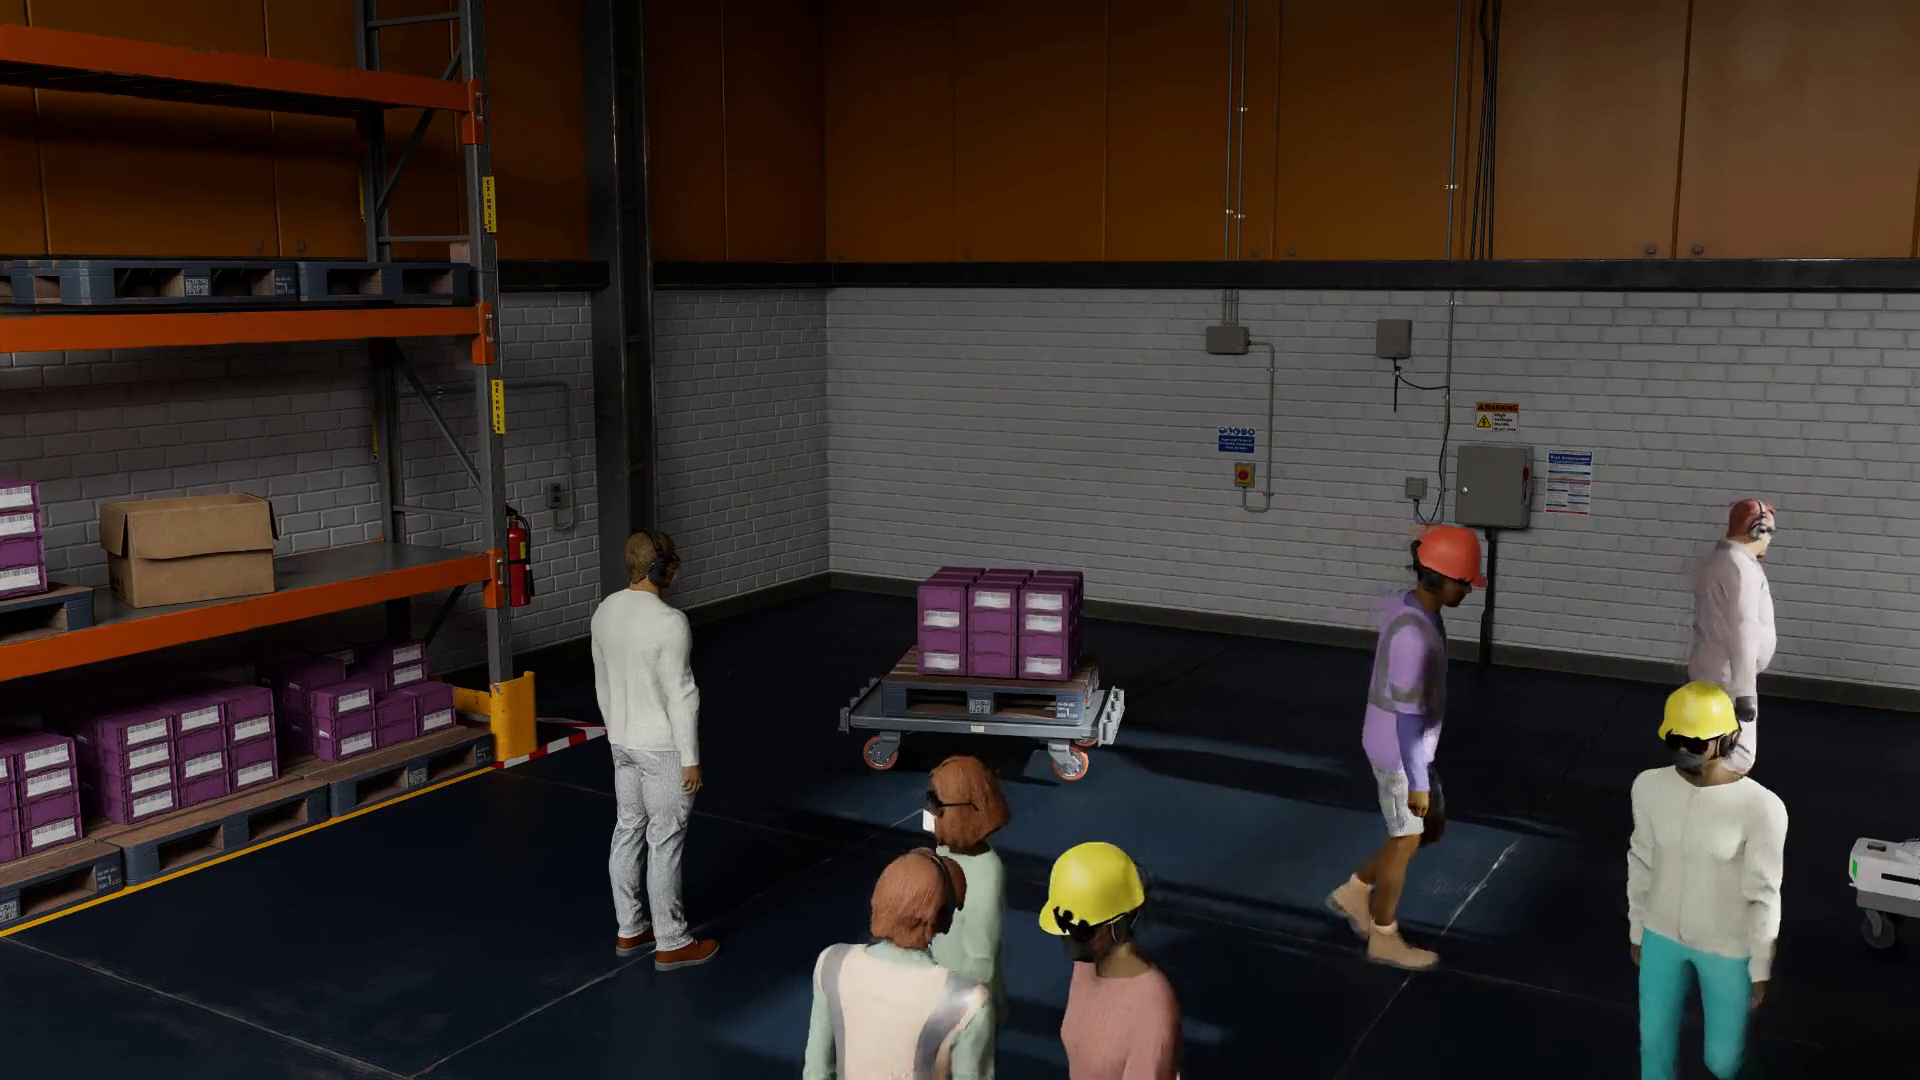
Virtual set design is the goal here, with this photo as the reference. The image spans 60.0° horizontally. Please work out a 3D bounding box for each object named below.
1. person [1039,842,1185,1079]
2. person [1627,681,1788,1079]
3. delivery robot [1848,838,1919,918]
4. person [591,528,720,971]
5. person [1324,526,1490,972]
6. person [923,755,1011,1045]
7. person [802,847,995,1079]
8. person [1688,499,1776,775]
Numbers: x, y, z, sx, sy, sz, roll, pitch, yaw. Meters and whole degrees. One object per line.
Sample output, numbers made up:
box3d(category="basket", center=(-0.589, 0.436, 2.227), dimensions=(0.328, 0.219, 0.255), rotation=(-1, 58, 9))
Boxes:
box3d(category="person", center=(0.442, 1.540, 4.056), dimensions=(0.941, 1.707, 0.535), rotation=(-4, 10, -23))
box3d(category="person", center=(2.456, 1.293, 5.458), dimensions=(0.574, 1.746, 0.521), rotation=(-8, 12, -40))
box3d(category="delivery robot", center=(4.380, 1.524, 7.439), dimensions=(0.707, 0.478, 0.477), rotation=(6, 11, 35))
box3d(category="person", center=(-1.345, 0.907, 7.283), dimensions=(0.629, 1.940, 0.373), rotation=(8, 12, 42))
box3d(category="person", center=(1.935, 0.908, 7.107), dimensions=(0.578, 1.995, 0.676), rotation=(3, 10, 20))
box3d(category="person", center=(0.027, 1.428, 4.992), dimensions=(0.446, 1.620, 0.522), rotation=(-2, 9, -13))
box3d(category="person", center=(-0.196, 1.576, 4.099), dimensions=(0.531, 1.620, 0.521), rotation=(5, 10, 27))
box3d(category="person", center=(3.914, 0.721, 8.641), dimensions=(0.605, 1.872, 0.723), rotation=(2, 9, 13))
